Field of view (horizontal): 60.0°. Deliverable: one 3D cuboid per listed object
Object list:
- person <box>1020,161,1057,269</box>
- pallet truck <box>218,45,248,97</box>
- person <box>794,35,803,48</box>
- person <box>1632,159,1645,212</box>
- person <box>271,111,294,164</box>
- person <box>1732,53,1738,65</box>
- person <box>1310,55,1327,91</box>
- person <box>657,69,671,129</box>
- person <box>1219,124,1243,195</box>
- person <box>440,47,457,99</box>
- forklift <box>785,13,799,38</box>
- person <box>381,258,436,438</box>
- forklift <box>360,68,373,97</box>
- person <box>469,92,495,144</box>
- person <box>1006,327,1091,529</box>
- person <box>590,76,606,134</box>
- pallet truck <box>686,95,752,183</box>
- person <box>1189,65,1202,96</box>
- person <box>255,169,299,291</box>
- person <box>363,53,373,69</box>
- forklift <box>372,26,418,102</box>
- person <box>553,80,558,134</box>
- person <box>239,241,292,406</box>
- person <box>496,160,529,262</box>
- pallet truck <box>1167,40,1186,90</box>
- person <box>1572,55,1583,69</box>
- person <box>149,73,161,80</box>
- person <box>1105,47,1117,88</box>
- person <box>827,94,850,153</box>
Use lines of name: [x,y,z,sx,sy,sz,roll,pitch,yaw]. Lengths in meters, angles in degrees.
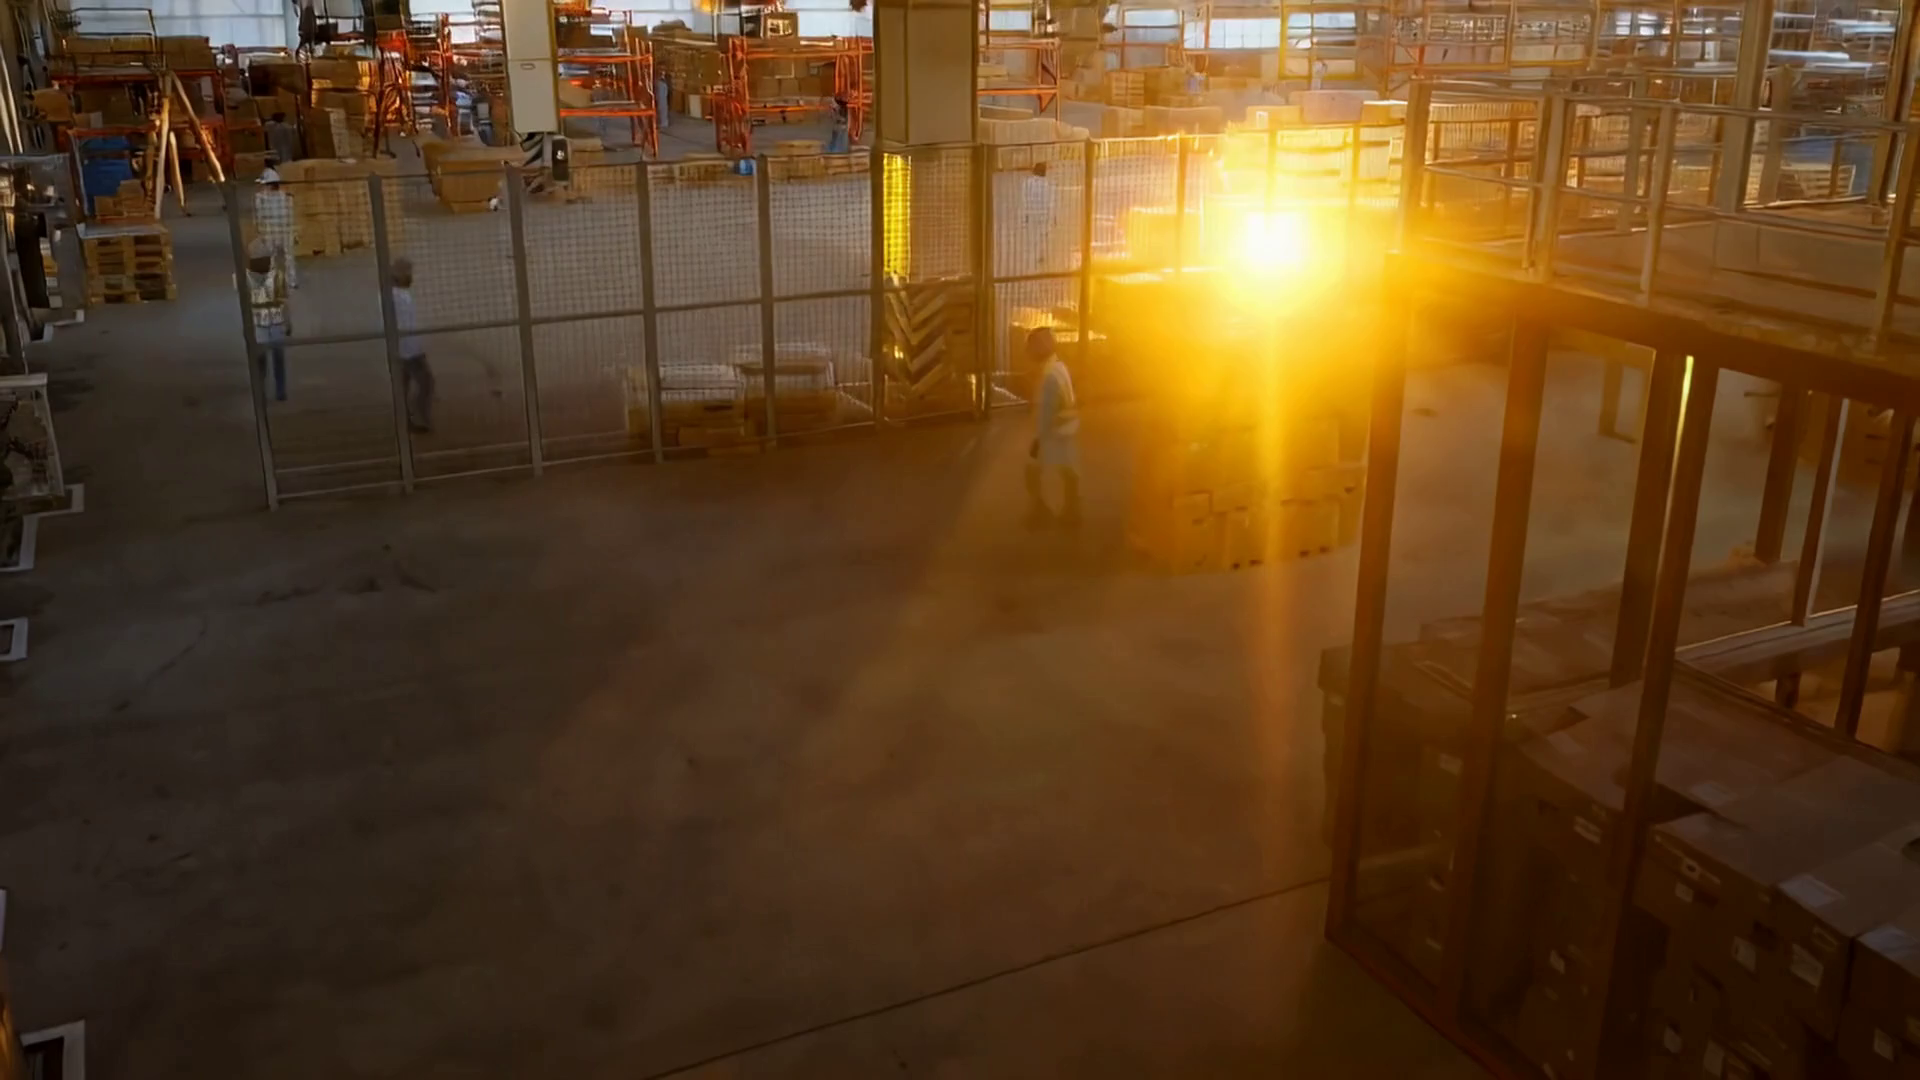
person: [1.326,-5.502,28.222,0.632,1.822,0.775,5,20,13]
pallet truck: [-28.879,-18.665,66.111,0.823,1.965,1.885,-3,19,-9]
person: [-7.610,-22.655,77.817,0.610,1.900,0.462,-16,25,-39]
person: [11.214,-5.345,27.629,0.776,1.915,0.638,14,23,34]
person: [-14.512,-8.198,35.770,0.395,1.992,0.622,-2,19,-5]
person: [31.649,-19.039,67.806,0.514,1.582,0.856,-10,21,-26]
person: [12.773,-16.319,59.366,0.602,1.960,0.368,18,26,42]
person: [-9.443,-14.039,52.930,0.325,1.843,0.517,5,20,13]
person: [5.669,-7.722,34.634,0.524,1.844,0.820,-5,20,-14]
person: [-19.957,-18.253,65.007,0.630,1.938,0.373,-12,23,-32]
forklift: [-7.945,-23.627,79.161,1.873,2.768,1.129,-9,21,-25]
person: [-5.975,-2.059,18.009,0.615,1.980,0.422,14,24,35]
forklift: [-22.735,-18.935,65.560,1.129,2.768,1.873,13,23,33]
person: [-12.472,-10.761,43.446,0.593,1.832,0.982,-14,23,-34]
person: [0.792,-0.997,15.054,0.909,1.884,0.599,0,19,0]
person: [-11.145,-13.440,51.380,0.489,1.729,0.546,2,19,6]
pallet truck: [-5.836,-9.608,39.856,0.823,1.965,1.885,10,22,27]
person: [7.552,-14.301,53.602,0.600,1.910,0.567,-14,23,-35]
person: [-10.759,-4.886,26.272,0.591,1.926,0.387,-5,20,-15]
person: [-23.585,-18.633,66.558,0.522,1.639,0.306,-10,21,-26]
forklift: [-21.216,-17.758,62.148,1.129,2.768,1.873,1,19,4]
person: [-12.614,-13.452,51.093,0.361,1.939,0.636,5,20,13]
person: [-8.108,-2.512,19.405,0.580,1.912,0.750,-4,19,-11]
person: [-7.782,-5.738,29.034,0.533,1.736,0.821,-11,22,-30]
pallet truck: [9.045,-19.971,69.895,0.823,1.965,1.885,-3,19,-8]
person: [24.857,-19.008,67.267,0.516,1.886,0.669,-17,25,-41]
person: [-29.633,-16.975,61.378,0.569,1.882,0.997,-1,19,-4]
person: [6.368,-19.966,70.336,0.535,1.697,0.318,-1,19,-3]
person: [-3.179,-10.759,43.535,1.019,1.787,0.631,16,25,39]
